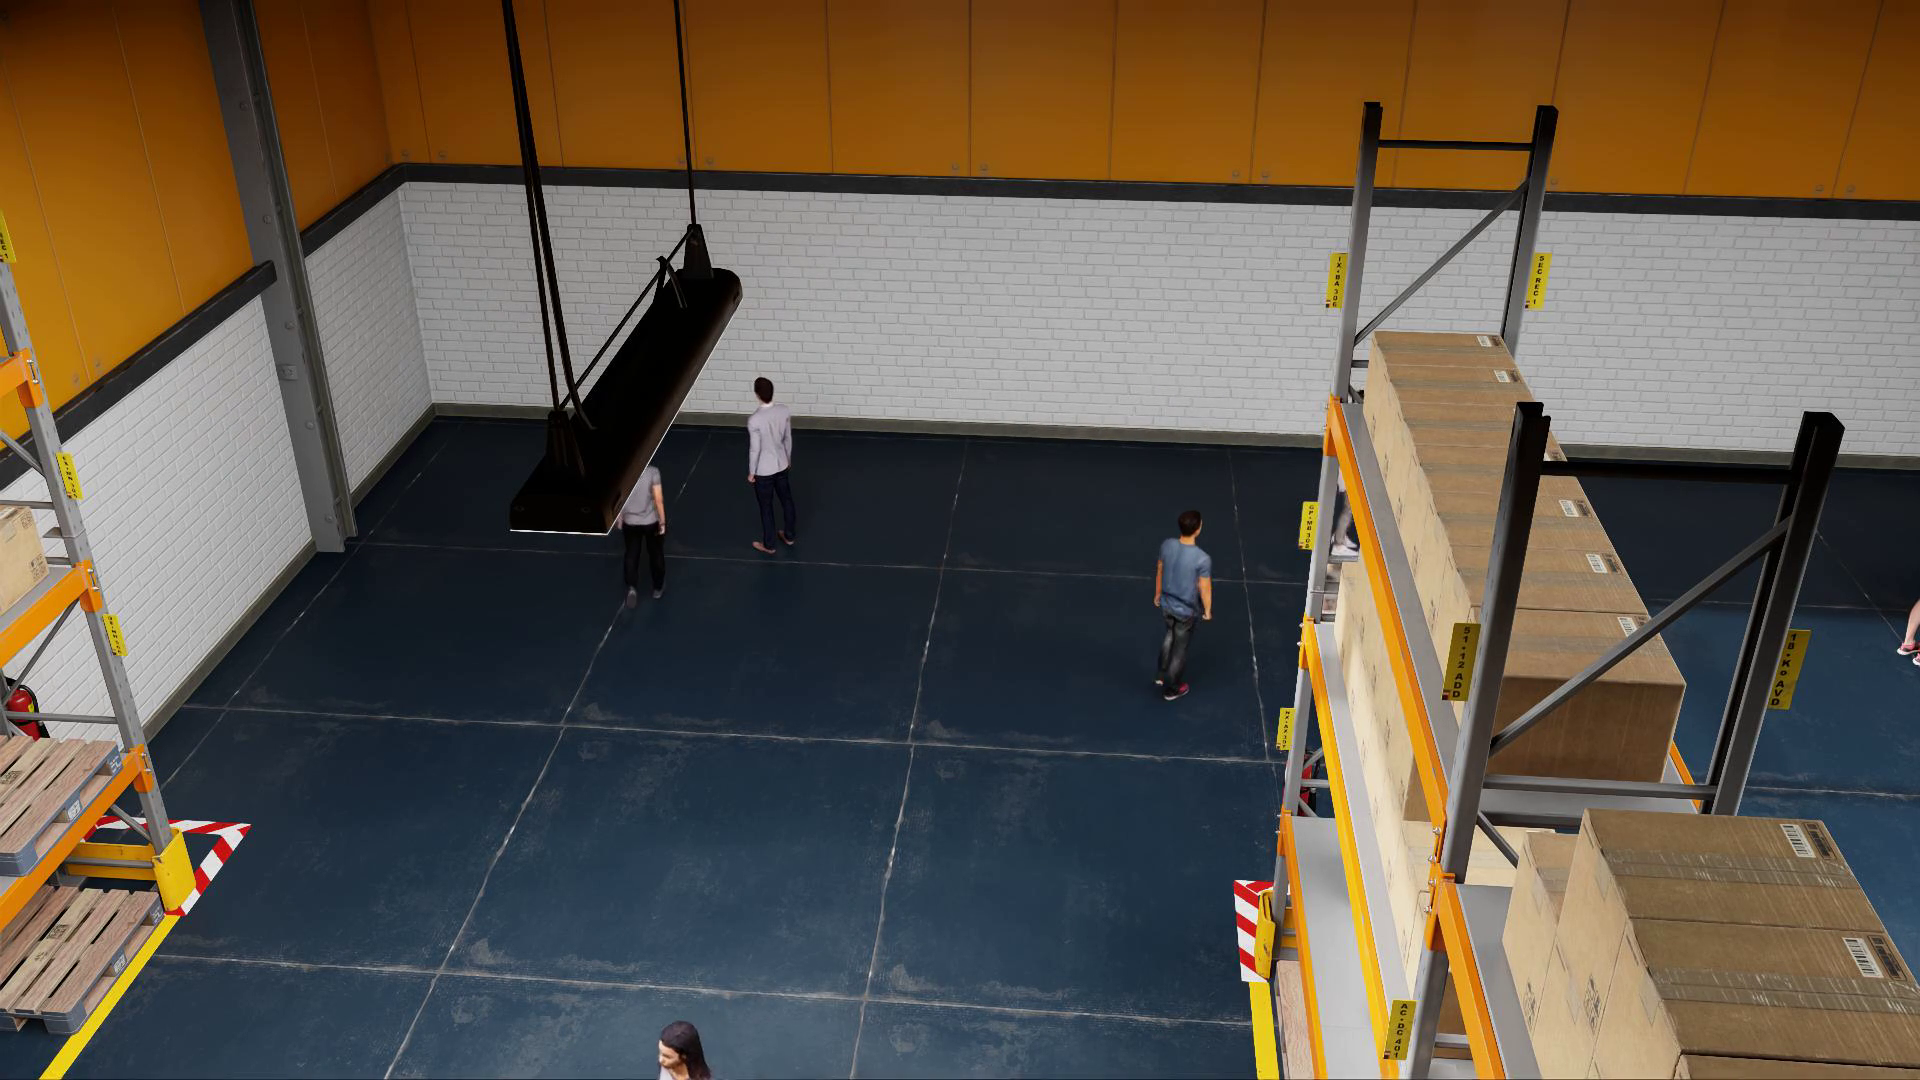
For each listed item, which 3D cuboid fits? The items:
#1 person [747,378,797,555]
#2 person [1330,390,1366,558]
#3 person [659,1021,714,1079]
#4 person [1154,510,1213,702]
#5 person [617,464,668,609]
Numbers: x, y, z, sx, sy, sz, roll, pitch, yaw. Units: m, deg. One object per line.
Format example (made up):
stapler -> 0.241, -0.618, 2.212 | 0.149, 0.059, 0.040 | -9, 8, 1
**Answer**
person -> -1.886, -0.749, 16.594 | 0.747, 1.846, 0.823 | -25, 37, -37
person -> 3.816, -0.657, 16.444 | 0.771, 1.828, 0.585 | 5, 29, 10
person -> -1.446, 3.312, 9.283 | 0.912, 1.717, 1.019 | 24, 36, 36
person -> 1.828, 0.588, 14.191 | 0.790, 1.800, 0.826 | 23, 36, 35
person -> -3.012, -0.151, 15.613 | 0.639, 1.736, 0.898 | 1, 29, 2
